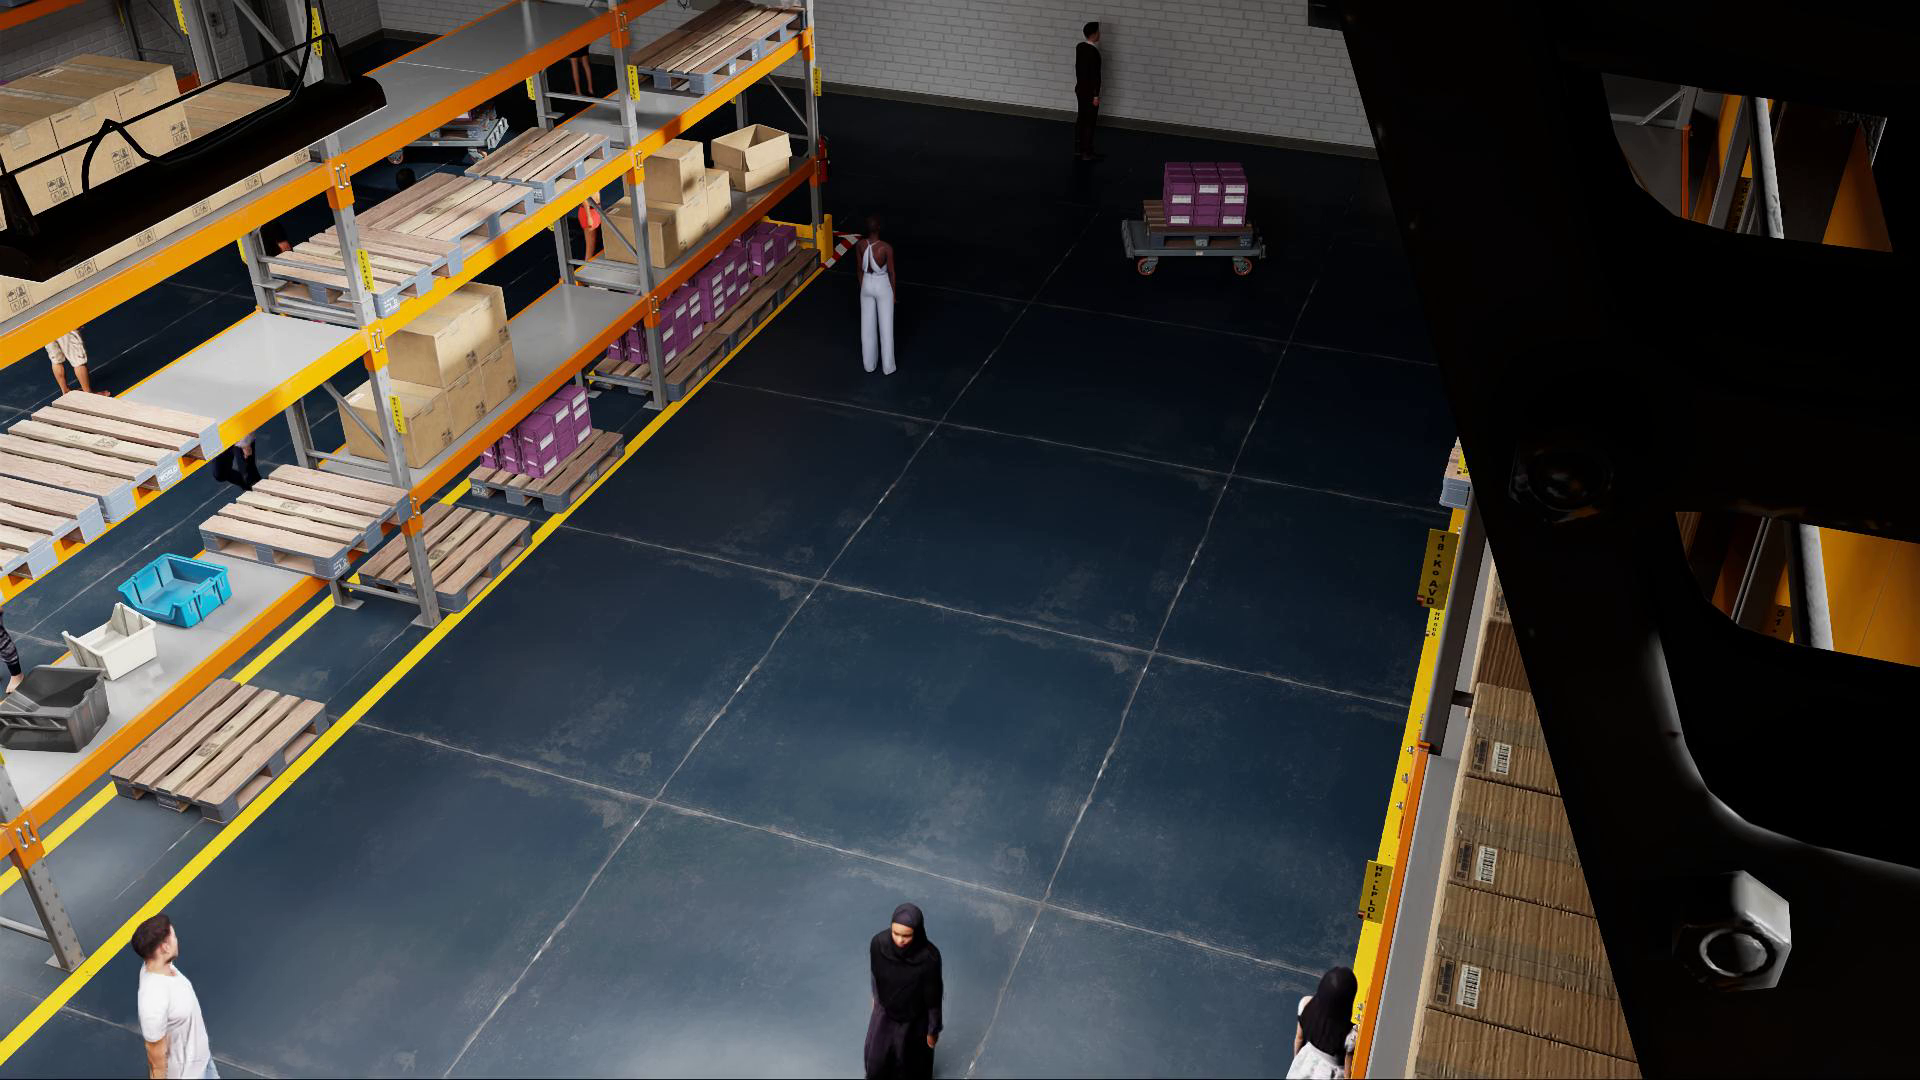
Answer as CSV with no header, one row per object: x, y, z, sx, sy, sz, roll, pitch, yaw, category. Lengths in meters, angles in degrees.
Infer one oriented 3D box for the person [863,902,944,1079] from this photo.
-0.285,2.655,9.675,0.623,1.608,0.751,11,35,17,person

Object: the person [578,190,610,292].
-4.253,-3.757,19.158,0.697,1.789,0.553,3,34,4,person

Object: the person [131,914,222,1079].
-4.323,2.895,9.112,1.013,1.833,0.844,-2,34,-2,person

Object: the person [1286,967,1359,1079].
1.961,2.982,9.039,0.797,1.769,0.774,-25,41,-33,person

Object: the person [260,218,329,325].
-7.429,-2.894,17.914,1.076,1.730,0.938,-22,39,-29,person

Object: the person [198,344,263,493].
-6.458,-0.973,14.926,0.681,1.839,0.671,13,36,18,person

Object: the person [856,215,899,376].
-0.868,-2.556,17.357,0.567,1.784,0.468,11,35,16,person

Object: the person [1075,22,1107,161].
1.746,-6.124,22.651,0.833,1.865,0.770,-14,36,-20,person
